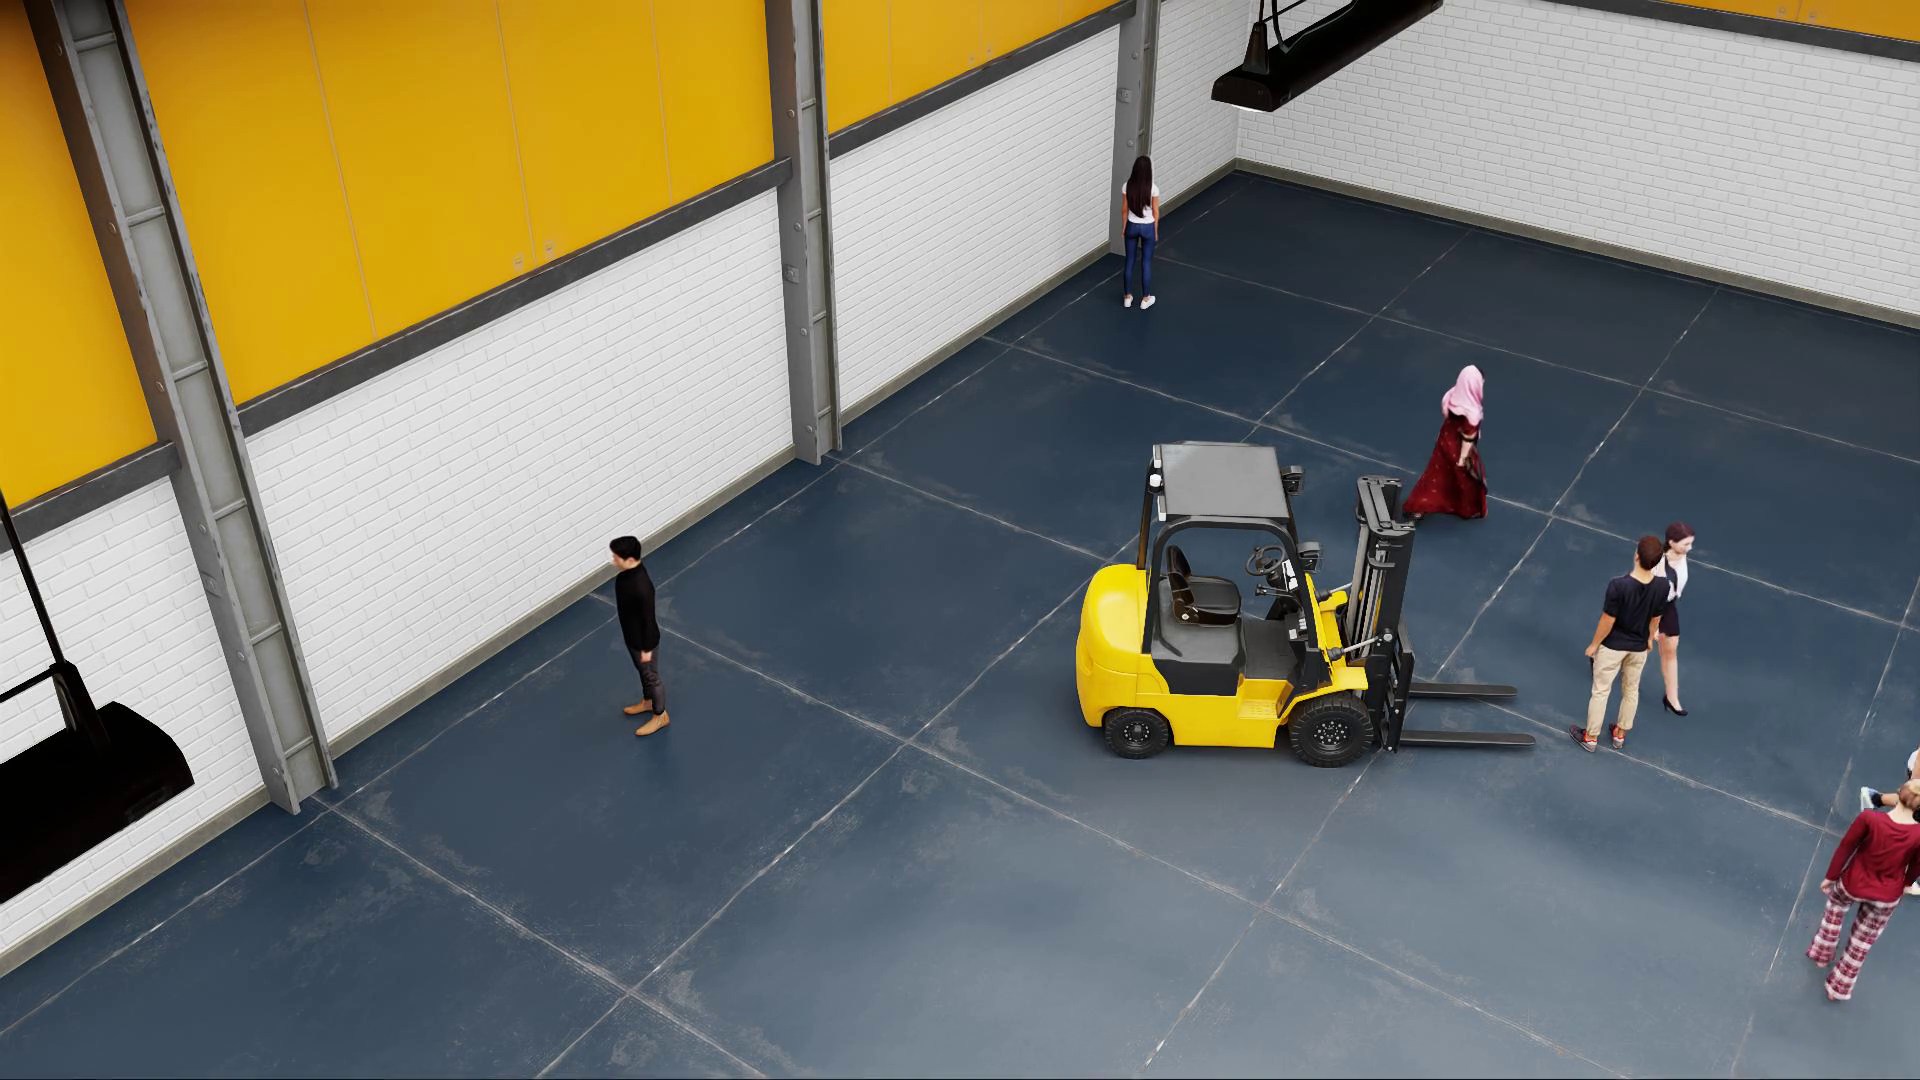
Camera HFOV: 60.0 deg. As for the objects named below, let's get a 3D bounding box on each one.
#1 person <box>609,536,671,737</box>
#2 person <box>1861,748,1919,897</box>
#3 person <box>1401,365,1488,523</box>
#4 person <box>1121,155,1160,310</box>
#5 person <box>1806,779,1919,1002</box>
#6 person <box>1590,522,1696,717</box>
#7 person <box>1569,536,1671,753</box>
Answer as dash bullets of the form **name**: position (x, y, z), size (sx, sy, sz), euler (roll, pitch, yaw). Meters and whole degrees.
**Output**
- **person**: position (-2.400, 0.683, 12.473), size (0.717, 1.722, 0.726), euler (-15, 36, -21)
- **person**: position (6.488, 1.491, 11.163), size (1.041, 1.827, 1.049), euler (-10, 35, -15)
- **person**: position (4.360, -0.818, 14.840), size (1.150, 1.601, 1.023), euler (-10, 35, -15)
- **person**: position (2.015, -3.448, 18.641), size (0.631, 1.774, 0.582), euler (14, 36, 20)
- **person**: position (5.607, 2.181, 10.252), size (0.696, 1.686, 0.728), euler (17, 37, 24)
- **person**: position (5.235, 0.545, 12.795), size (1.110, 1.595, 0.935), euler (-18, 38, -25)
- **person**: position (4.883, 0.770, 12.218), size (0.709, 1.859, 0.750), euler (-3, 34, -4)
